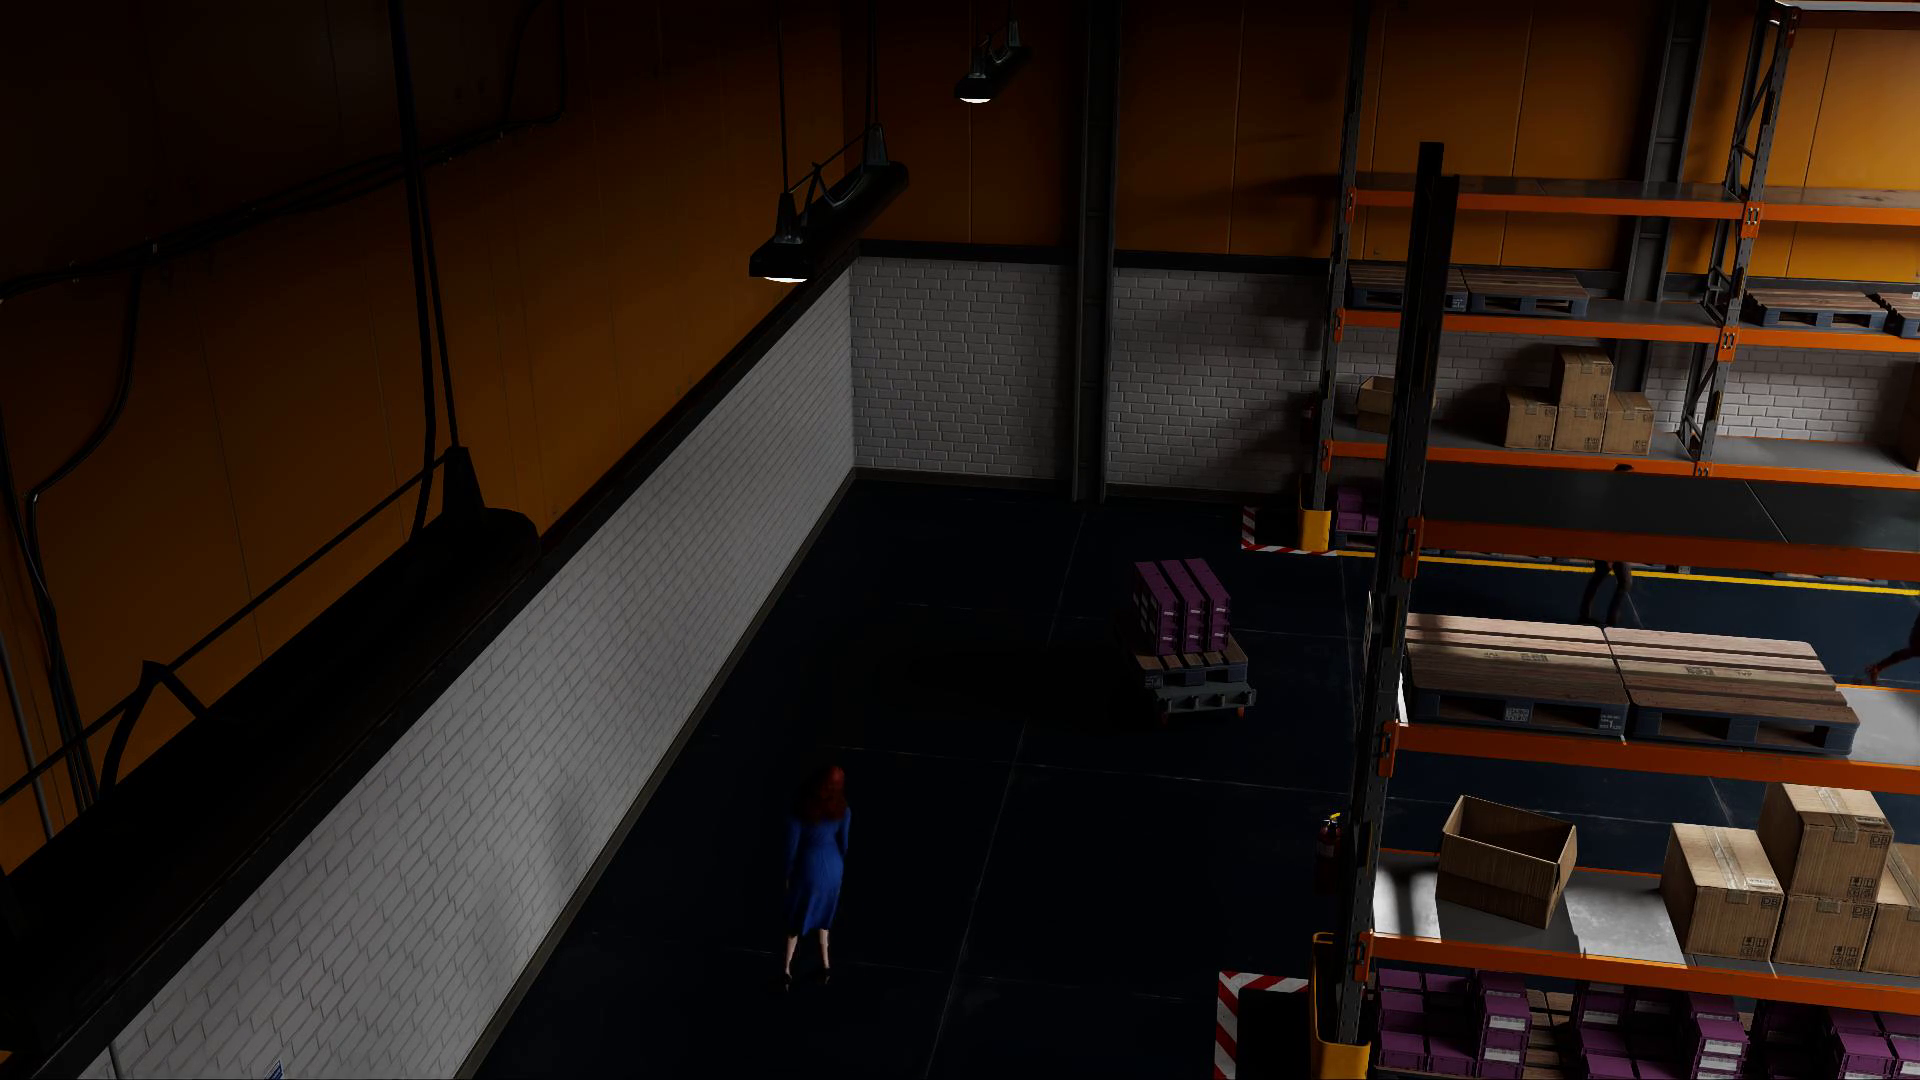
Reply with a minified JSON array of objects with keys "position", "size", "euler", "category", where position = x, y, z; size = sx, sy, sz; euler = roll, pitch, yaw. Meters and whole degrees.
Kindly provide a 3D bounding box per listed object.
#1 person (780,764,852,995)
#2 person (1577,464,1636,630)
[{"position":[-0.940,2.395,11.510],"size":[0.756,1.776,0.871],"euler":[-14,27,-29],"category":"person"},{"position":[6.481,0.076,16.798],"size":[0.752,1.788,0.701],"euler":[5,24,10],"category":"person"}]
